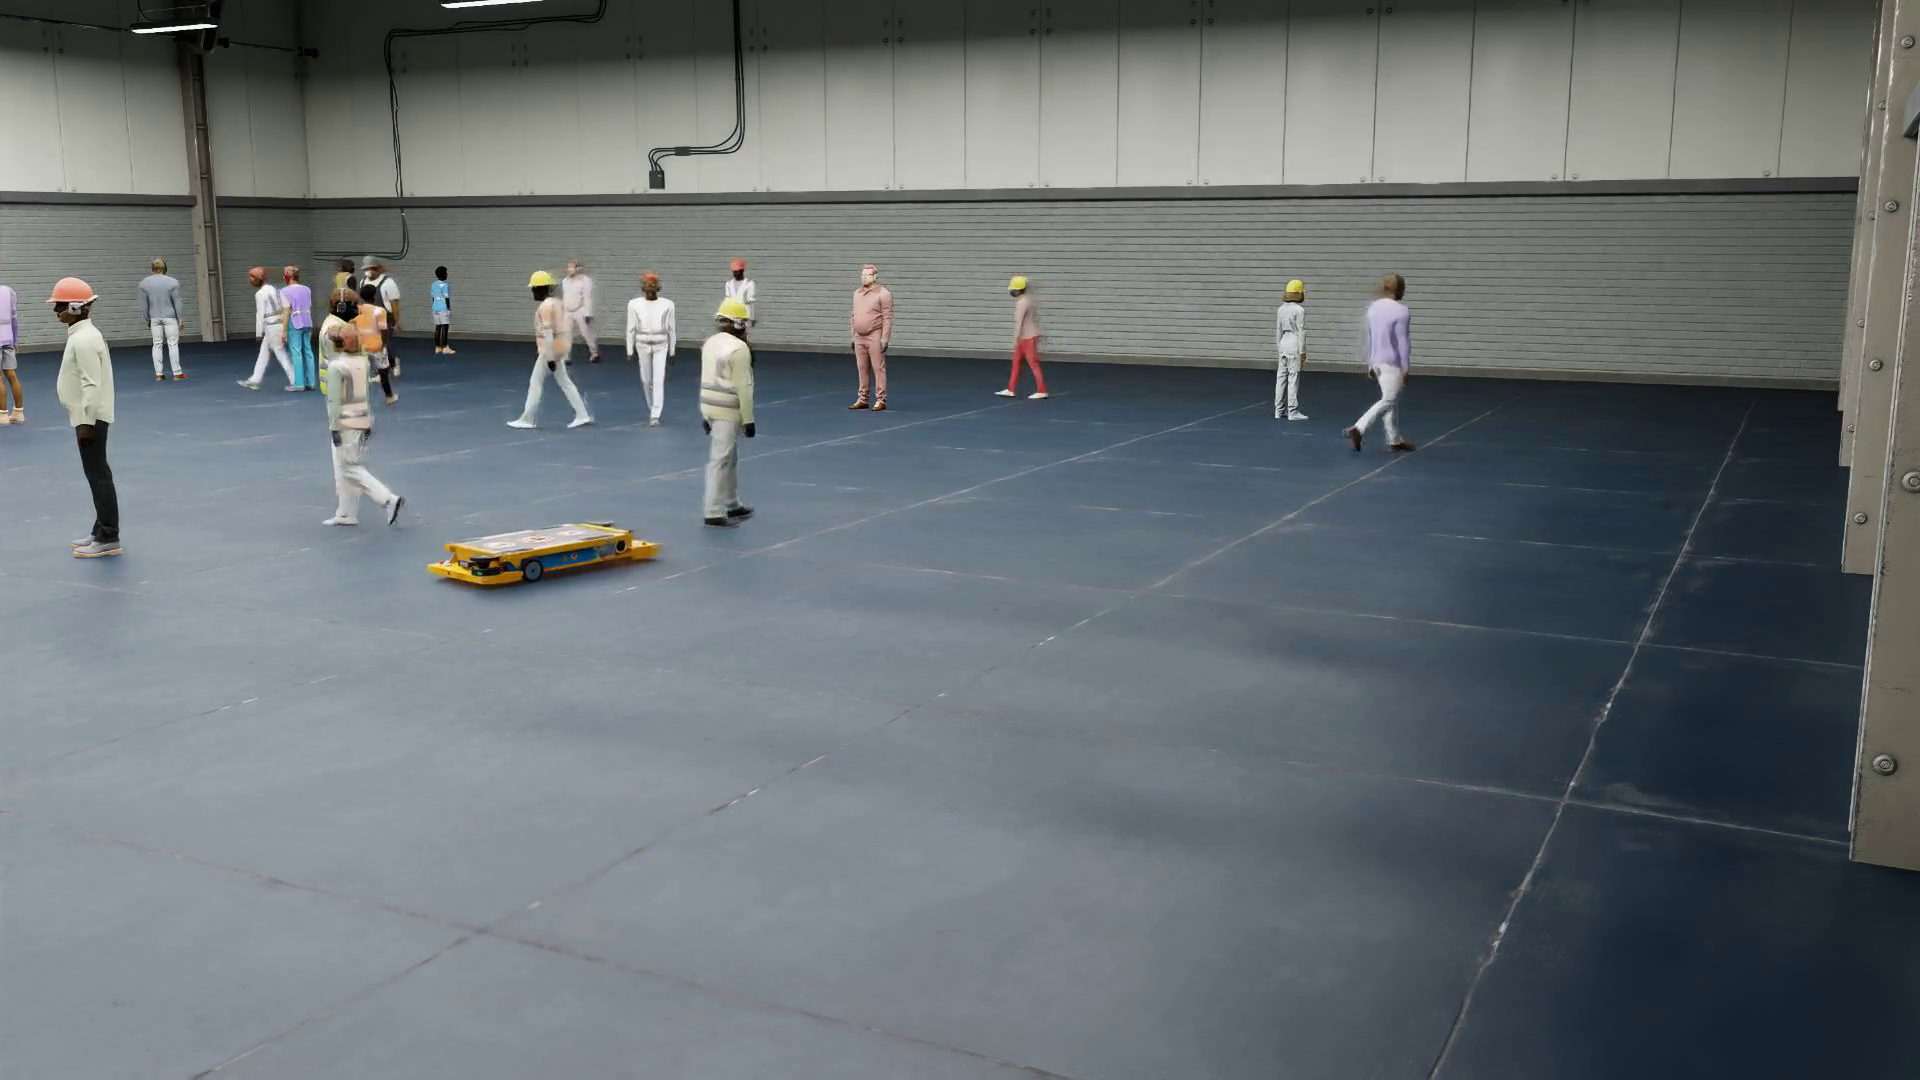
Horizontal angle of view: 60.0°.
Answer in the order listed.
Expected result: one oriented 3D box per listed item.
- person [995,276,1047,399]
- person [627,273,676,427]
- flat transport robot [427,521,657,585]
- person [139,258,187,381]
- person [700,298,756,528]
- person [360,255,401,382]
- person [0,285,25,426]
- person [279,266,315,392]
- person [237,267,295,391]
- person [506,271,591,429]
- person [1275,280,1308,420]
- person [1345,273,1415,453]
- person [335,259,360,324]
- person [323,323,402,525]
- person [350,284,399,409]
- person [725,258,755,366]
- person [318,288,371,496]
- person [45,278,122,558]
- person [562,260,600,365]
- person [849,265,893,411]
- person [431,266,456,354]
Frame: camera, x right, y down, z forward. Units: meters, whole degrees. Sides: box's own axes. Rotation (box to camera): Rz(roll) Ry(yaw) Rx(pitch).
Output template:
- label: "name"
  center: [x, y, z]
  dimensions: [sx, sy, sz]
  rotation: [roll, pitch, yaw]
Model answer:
- label: "person"
  center: [0.851, -2.826, 23.315]
  dimensions: [0.802, 1.716, 0.548]
  rotation: [0, 10, 2]
- label: "person"
  center: [-3.765, -2.341, 20.362]
  dimensions: [0.581, 1.852, 0.938]
  rotation: [-1, 10, -5]
- label: "flat transport robot"
  center: [-2.864, 0.074, 11.467]
  dimensions: [0.652, 0.197, 1.431]
  rotation: [9, 14, 40]
- label: "person"
  center: [-12.603, -3.485, 26.325]
  dimensions: [0.630, 1.940, 0.373]
  rotation: [-1, 10, -4]
- label: "person"
  center: [-1.828, -0.996, 13.161]
  dimensions: [0.604, 1.800, 0.607]
  rotation: [-7, 12, -32]
- label: "person"
  center: [-9.132, -3.537, 26.329]
  dimensions: [0.708, 2.000, 0.855]
  rotation: [4, 11, 22]
- label: "person"
  center: [-11.667, -2.395, 20.103]
  dimensions: [0.389, 2.039, 0.613]
  rotation: [2, 11, 13]
- label: "person"
  center: [-9.728, -3.092, 24.431]
  dimensions: [0.396, 1.847, 0.564]
  rotation: [4, 11, 22]
- label: "person"
  center: [-10.180, -3.076, 24.407]
  dimensions: [0.948, 1.820, 0.650]
  rotation: [-2, 11, -10]
- label: "person"
  center: [-4.885, -2.252, 19.774]
  dimensions: [0.983, 1.881, 0.604]
  rotation: [0, 10, 1]
- label: "person"
  center: [4.168, -2.379, 20.828]
  dimensions: [0.295, 1.743, 0.492]
  rotation: [-6, 12, -29]
- label: "person"
  center: [4.436, -1.839, 17.450]
  dimensions: [0.864, 1.913, 0.640]
  rotation: [-4, 11, -21]
- label: "person"
  center: [-12.525, -4.809, 33.913]
  dimensions: [0.865, 1.816, 0.635]
  rotation: [-10, 14, -44]
- label: "person"
  center: [-4.726, -0.888, 13.043]
  dimensions: [0.677, 1.620, 0.521]
  rotation: [2, 11, 9]
- label: "person"
  center: [-7.812, -2.569, 22.090]
  dimensions: [0.551, 1.644, 0.872]
  rotation: [1, 10, 8]
- label: "person"
  center: [-3.747, -3.871, 28.528]
  dimensions: [0.555, 1.909, 0.880]
  rotation: [4, 11, 21]
- label: "person"
  center: [-5.455, -1.314, 14.783]
  dimensions: [0.429, 1.835, 0.630]
  rotation: [-3, 11, -17]
- label: "person"
  center: [-6.277, -0.878, 11.954]
  dimensions: [0.381, 1.994, 0.622]
  rotation: [-5, 12, -28]
- label: "person"
  center: [-6.810, -4.066, 29.702]
  dimensions: [0.656, 1.867, 0.965]
  rotation: [5, 11, 25]
- label: "person"
  center: [-1.198, -2.655, 21.876]
  dimensions: [0.647, 1.913, 0.409]
  rotation: [8, 13, 36]
- label: "person"
  center: [-10.039, -4.451, 32.252]
  dimensions: [0.537, 1.695, 0.320]
  rotation: [10, 14, 42]
